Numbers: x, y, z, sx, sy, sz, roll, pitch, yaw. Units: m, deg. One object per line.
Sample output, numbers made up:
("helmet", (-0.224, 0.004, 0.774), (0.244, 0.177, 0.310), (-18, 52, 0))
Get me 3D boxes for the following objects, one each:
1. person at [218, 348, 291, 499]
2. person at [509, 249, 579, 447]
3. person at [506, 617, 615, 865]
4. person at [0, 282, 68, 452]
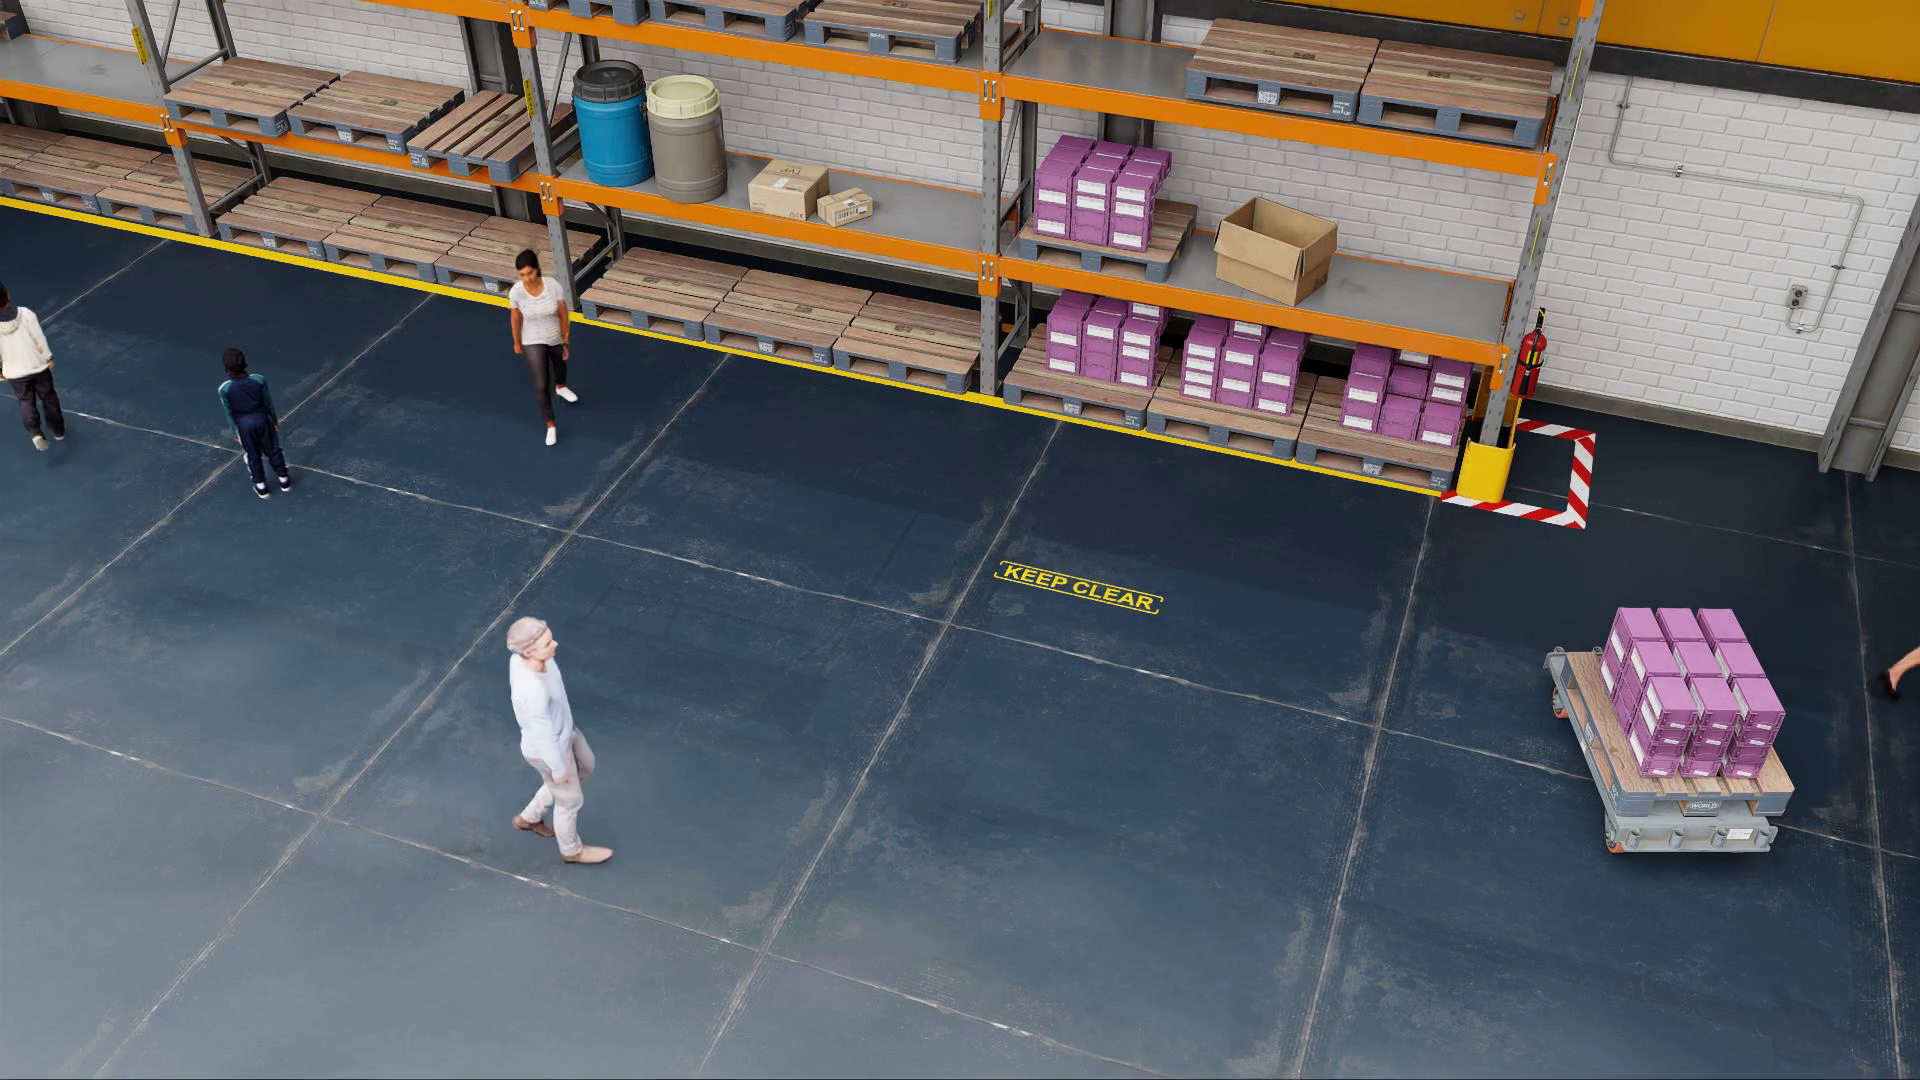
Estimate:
("person", (-5.316, -0.886, 12.486), (0.568, 1.255, 0.606), (-24, 44, -27))
("person", (-3.269, -1.606, 13.120), (1.025, 1.589, 1.068), (-18, 42, -21))
("person", (-2.395, 1.163, 9.422), (0.947, 1.878, 0.860), (-5, 39, -6))
("person", (-7.251, -1.329, 12.891), (0.839, 1.443, 0.891), (-14, 41, -17))
